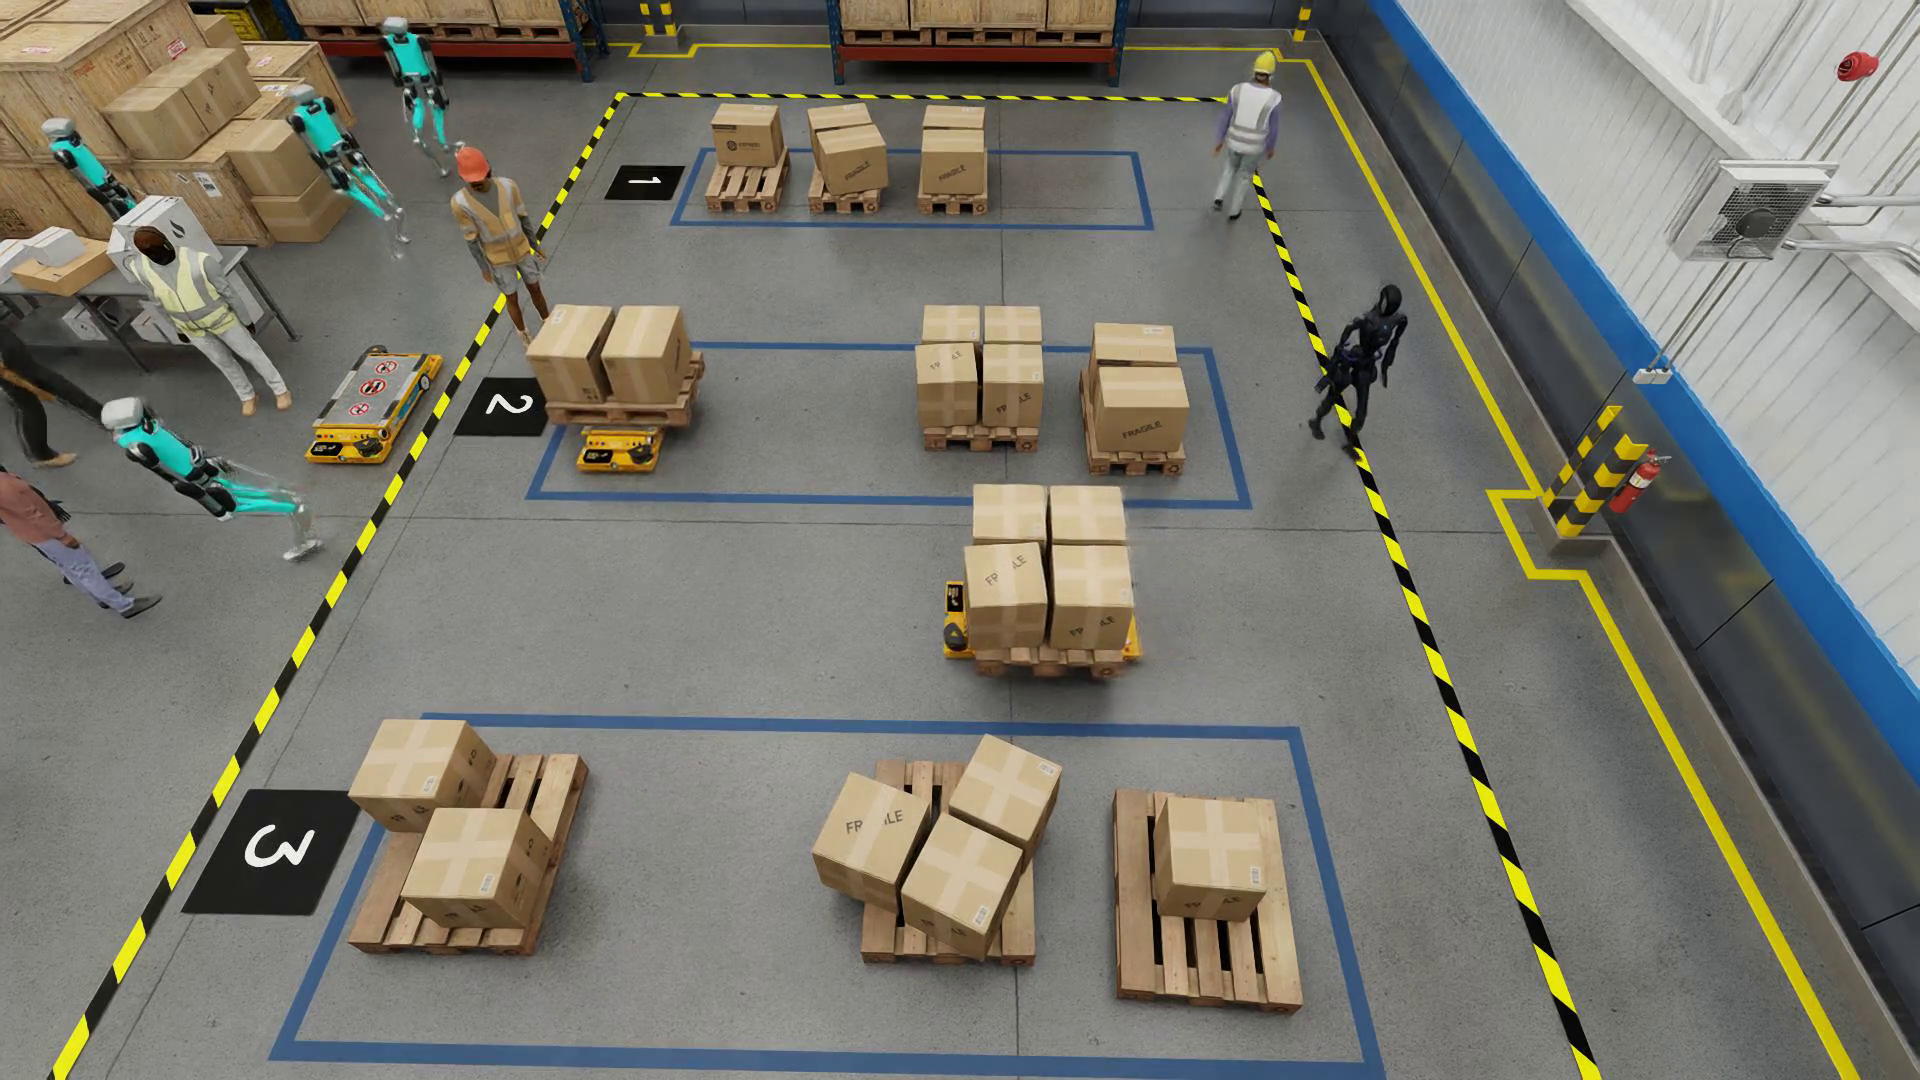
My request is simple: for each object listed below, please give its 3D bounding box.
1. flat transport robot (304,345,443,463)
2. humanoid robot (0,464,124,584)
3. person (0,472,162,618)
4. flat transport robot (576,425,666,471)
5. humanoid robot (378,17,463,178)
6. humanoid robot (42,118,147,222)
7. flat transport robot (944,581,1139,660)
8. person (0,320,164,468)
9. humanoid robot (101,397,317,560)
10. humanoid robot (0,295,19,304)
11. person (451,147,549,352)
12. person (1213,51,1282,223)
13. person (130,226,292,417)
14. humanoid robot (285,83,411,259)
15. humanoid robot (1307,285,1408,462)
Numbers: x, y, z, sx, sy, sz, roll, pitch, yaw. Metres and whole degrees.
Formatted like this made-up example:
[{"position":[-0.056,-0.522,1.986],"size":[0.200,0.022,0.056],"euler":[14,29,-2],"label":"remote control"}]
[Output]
[{"position":[-5.383,-1.269,8.441],"size":[0.659,0.231,1.431],"euler":[1,50,1],"label":"flat transport robot"},{"position":[-6.919,-0.288,6.678],"size":[0.599,1.657,0.315],"euler":[10,50,8],"label":"humanoid robot"},{"position":[-6.456,-0.097,6.469],"size":[0.525,1.765,0.327],"euler":[21,53,17],"label":"person"},{"position":[-2.984,-1.210,8.372],"size":[0.652,0.197,1.431],"euler":[1,50,1],"label":"flat transport robot"},{"position":[-6.273,-5.081,10.709],"size":[0.555,1.733,1.020],"euler":[-6,50,-5],"label":"humanoid robot"},{"position":[-8.282,-3.391,9.267],"size":[0.672,1.791,0.531],"euler":[-19,52,-15],"label":"humanoid robot"},{"position":[0.600,0.565,6.871],"size":[1.431,0.197,0.652],"euler":[1,50,1],"label":"flat transport robot"},{"position":[-7.670,-1.345,7.510],"size":[0.972,1.793,0.530],"euler":[-17,52,-14],"label":"person"},{"position":[-5.312,-0.404,6.772],"size":[0.787,1.813,0.555],"euler":[-26,54,-20],"label":"humanoid robot"},{"position":[-10.083,-2.945,8.927],"size":[0.734,1.836,0.543],"euler":[-14,51,-12],"label":"humanoid robot"},{"position":[-4.131,-2.622,8.428],"size":[0.393,2.038,0.609],"euler":[37,59,27],"label":"person"},{"position":[3.150,-4.379,10.059],"size":[0.610,1.813,0.437],"euler":[30,56,23],"label":"person"},{"position":[-6.473,-1.876,7.934],"size":[0.631,1.834,0.429],"euler":[-12,51,-10],"label":"person"},{"position":[-6.267,-3.820,9.648],"size":[0.794,1.787,0.530],"euler":[13,51,11],"label":"humanoid robot"},{"position":[3.323,-1.385,7.627],"size":[0.613,1.632,0.646],"euler":[-7,50,-6],"label":"humanoid robot"}]
